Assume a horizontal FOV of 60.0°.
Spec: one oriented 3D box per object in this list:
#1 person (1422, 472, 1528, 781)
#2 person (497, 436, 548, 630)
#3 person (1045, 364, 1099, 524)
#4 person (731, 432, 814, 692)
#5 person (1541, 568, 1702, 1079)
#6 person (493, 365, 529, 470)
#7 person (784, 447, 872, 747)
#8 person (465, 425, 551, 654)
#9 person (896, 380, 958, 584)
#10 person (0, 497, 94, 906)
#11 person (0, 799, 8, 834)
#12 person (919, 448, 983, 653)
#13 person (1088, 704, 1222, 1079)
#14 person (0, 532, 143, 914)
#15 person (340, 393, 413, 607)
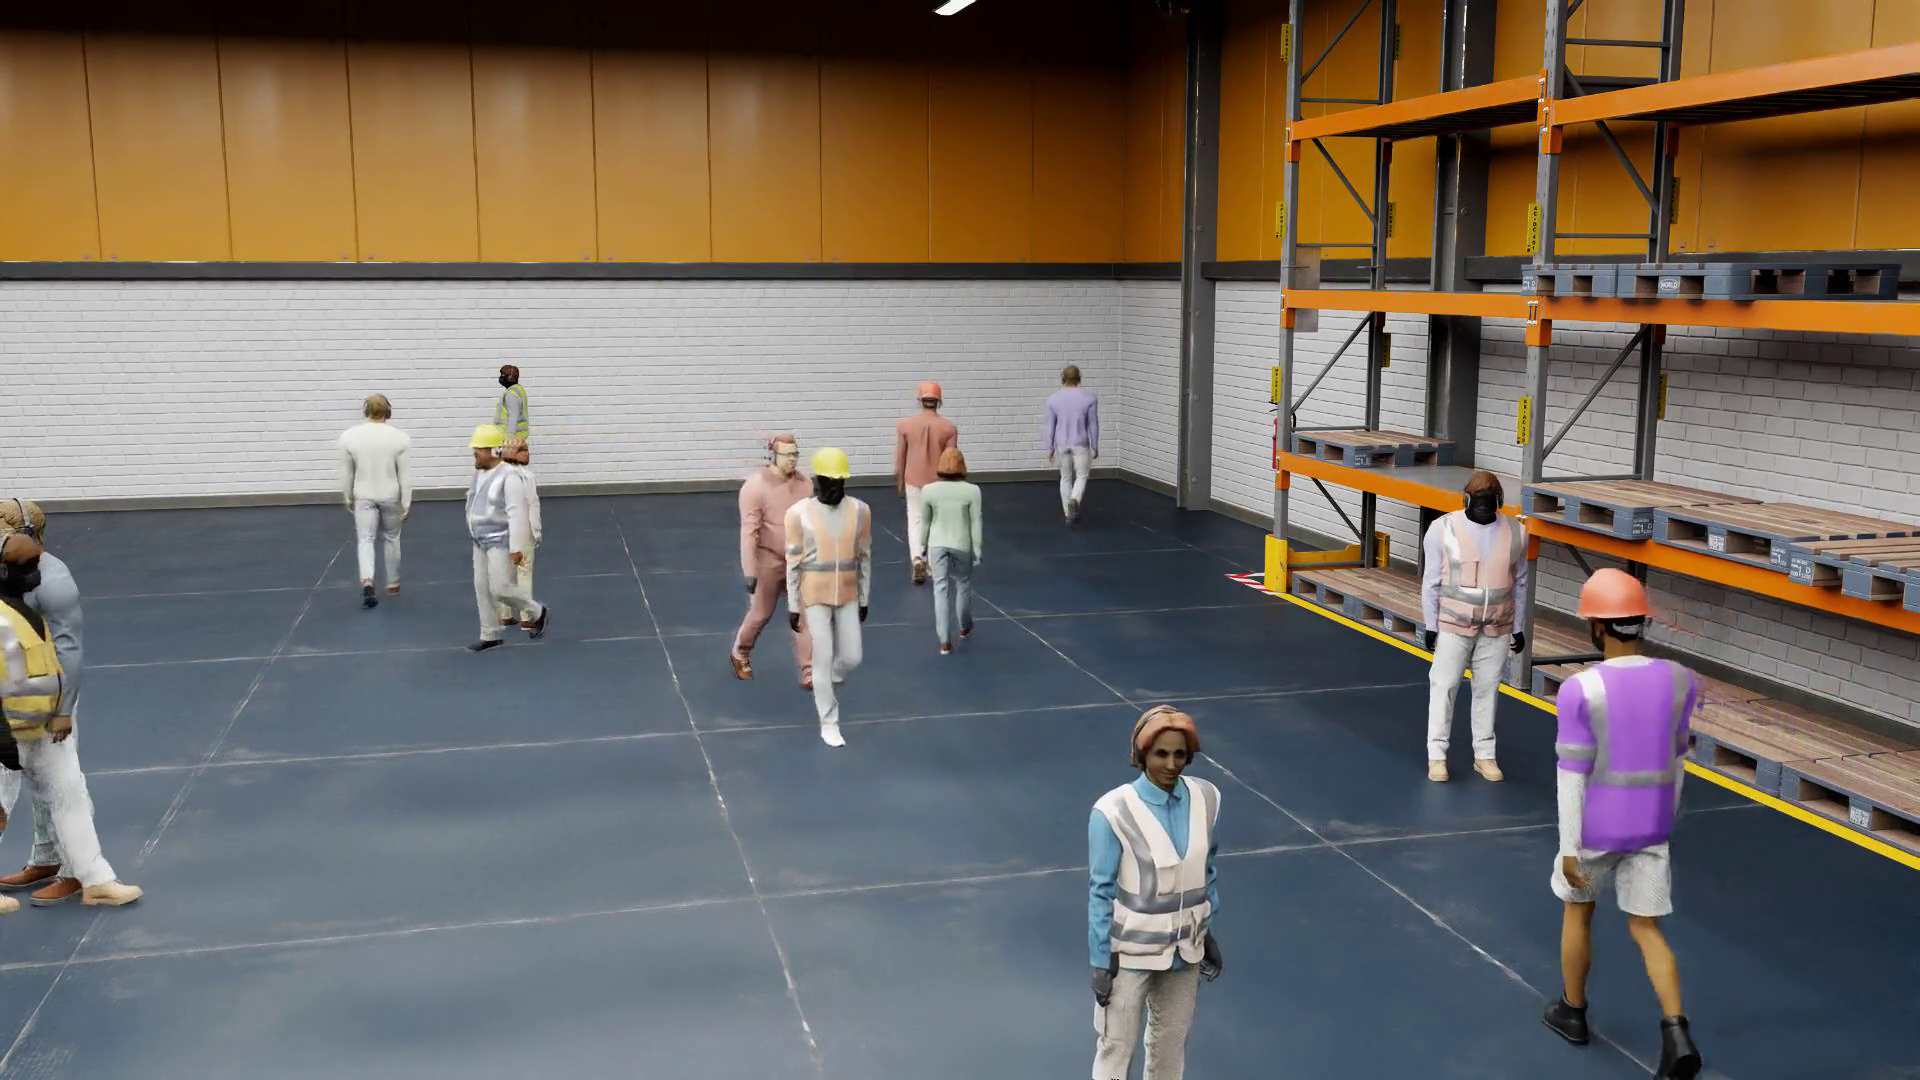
[{"bbox_3d":[3.025,0.511,9.777,0.621,1.837,0.430,0,9,0],"label":"person"},{"bbox_3d":[-3.725,-0.061,13.969,0.507,1.630,0.268,4,10,25],"label":"person"},{"bbox_3d":[1.311,-1.119,19.659,0.633,1.922,0.659,2,9,14],"label":"person"},{"bbox_3d":[-1.322,0.148,11.947,0.658,1.871,0.951,-8,12,-42],"label":"person"},{"bbox_3d":[2.455,1.062,6.125,0.538,1.906,0.856,-1,9,-4],"label":"person"},{"bbox_3d":[-5.647,-1.285,20.953,0.429,1.847,0.625,-1,9,-9],"label":"person"},{"bbox_3d":[-0.848,0.343,10.609,0.587,1.911,0.549,-4,10,-25],"label":"person"},{"bbox_3d":[-3.609,-0.014,13.119,0.597,1.817,0.575,9,13,43],"label":"person"},{"bbox_3d":[-0.325,-0.567,16.123,0.605,1.969,0.924,0,9,0],"label":"person"},{"bbox_3d":[-4.391,0.756,7.915,0.635,1.939,0.361,7,12,37],"label":"person"},{"bbox_3d":[-4.127,1.012,6.563,1.042,1.877,0.547,7,11,37],"label":"person"},{"bbox_3d":[-0.064,0.058,13.305,0.523,1.592,0.801,1,9,5],"label":"person"},{"bbox_3d":[0.621,1.325,5.310,0.517,1.636,0.313,-6,11,-31],"label":"person"},{"bbox_3d":[-4.326,0.863,7.709,0.826,1.807,0.644,1,9,7],"label":"person"},{"bbox_3d":[-5.256,-0.370,15.030,0.630,1.915,0.895,-3,9,-16],"label":"person"}]
